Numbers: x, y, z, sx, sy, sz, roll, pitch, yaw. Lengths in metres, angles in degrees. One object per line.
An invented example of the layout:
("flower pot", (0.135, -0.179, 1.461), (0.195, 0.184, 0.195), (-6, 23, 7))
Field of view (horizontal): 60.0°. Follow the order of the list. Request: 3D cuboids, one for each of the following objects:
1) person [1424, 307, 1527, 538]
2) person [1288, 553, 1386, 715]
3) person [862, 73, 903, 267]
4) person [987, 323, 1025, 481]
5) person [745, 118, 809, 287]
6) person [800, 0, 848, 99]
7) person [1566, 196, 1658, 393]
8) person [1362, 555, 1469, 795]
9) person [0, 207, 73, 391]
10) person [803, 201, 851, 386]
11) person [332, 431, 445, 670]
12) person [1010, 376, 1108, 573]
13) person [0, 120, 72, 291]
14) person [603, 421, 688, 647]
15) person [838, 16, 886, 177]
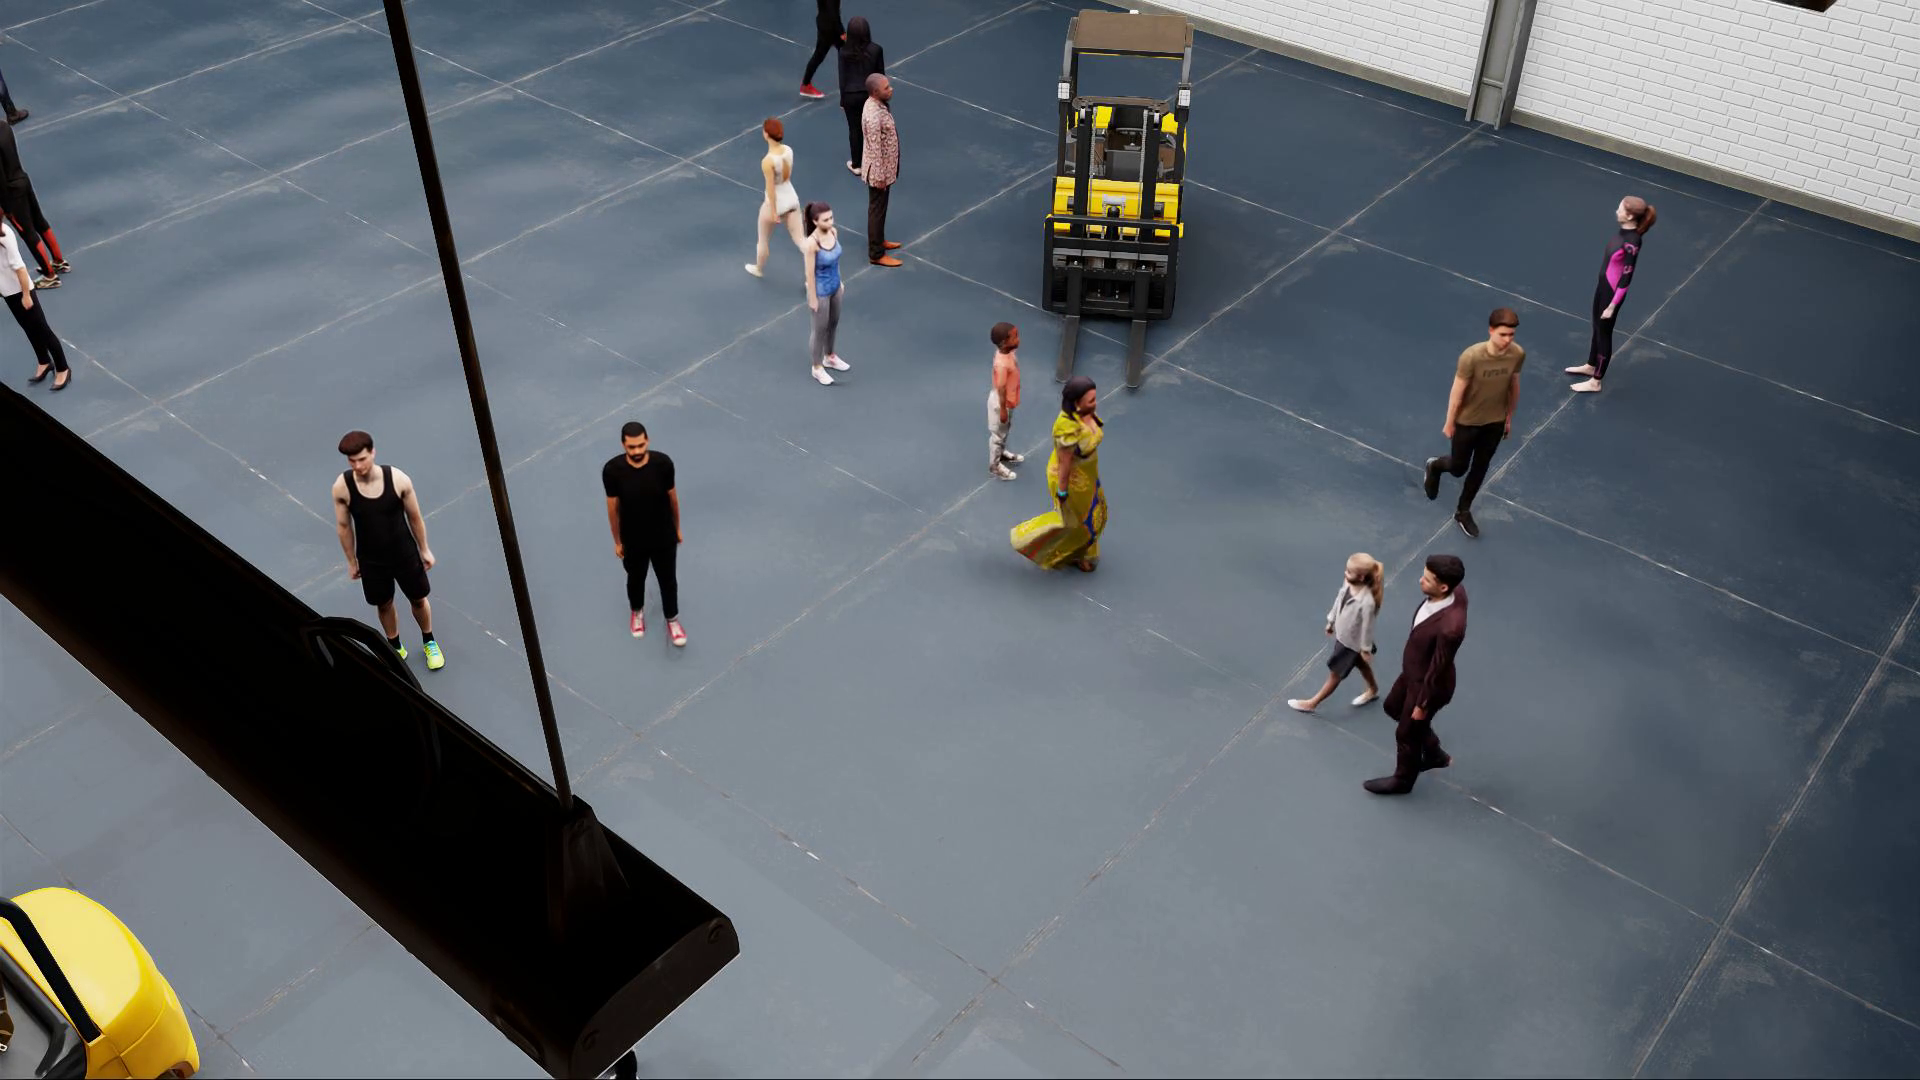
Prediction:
("person", (3.747, -0.919, 12.121), (0.939, 1.839, 1.033), (-9, 39, -11))
("person", (2.590, 0.613, 10.683), (0.912, 1.240, 0.894), (-8, 39, -10))
("person", (-0.755, -3.421, 15.279), (0.817, 1.808, 0.773), (-1, 39, -1))
("person", (0.326, -1.088, 12.757), (0.600, 1.309, 0.570), (12, 40, 15))
("person", (-1.512, -2.954, 14.862), (1.052, 1.599, 0.541), (26, 45, 29))
("person", (-1.509, -5.565, 18.107), (1.147, 1.630, 1.004), (2, 39, 2))
("person", (5.314, -2.015, 13.566), (0.681, 1.748, 0.651), (6, 39, 8))
("person", (2.865, 0.824, 9.928), (0.921, 1.853, 0.863), (7, 39, 8))
("person", (-7.676, -2.035, 13.555), (0.497, 1.794, 0.696), (22, 43, 25))
("person", (-1.117, -2.062, 13.737), (0.559, 1.608, 0.595), (21, 43, 24))
("person", (-3.725, 0.077, 10.834), (0.780, 1.890, 0.782), (-11, 40, -13))
("person", (0.715, -0.451, 11.688), (1.043, 1.648, 0.919), (11, 40, 14))
("person", (-8.462, -3.130, 14.918), (0.742, 1.804, 0.680), (-3, 39, -4))
("person", (-2.107, -0.081, 11.116), (0.797, 1.784, 0.861), (-12, 40, -14))
("person", (-0.980, -4.468, 16.743), (0.762, 1.617, 0.789), (-12, 40, -15))
